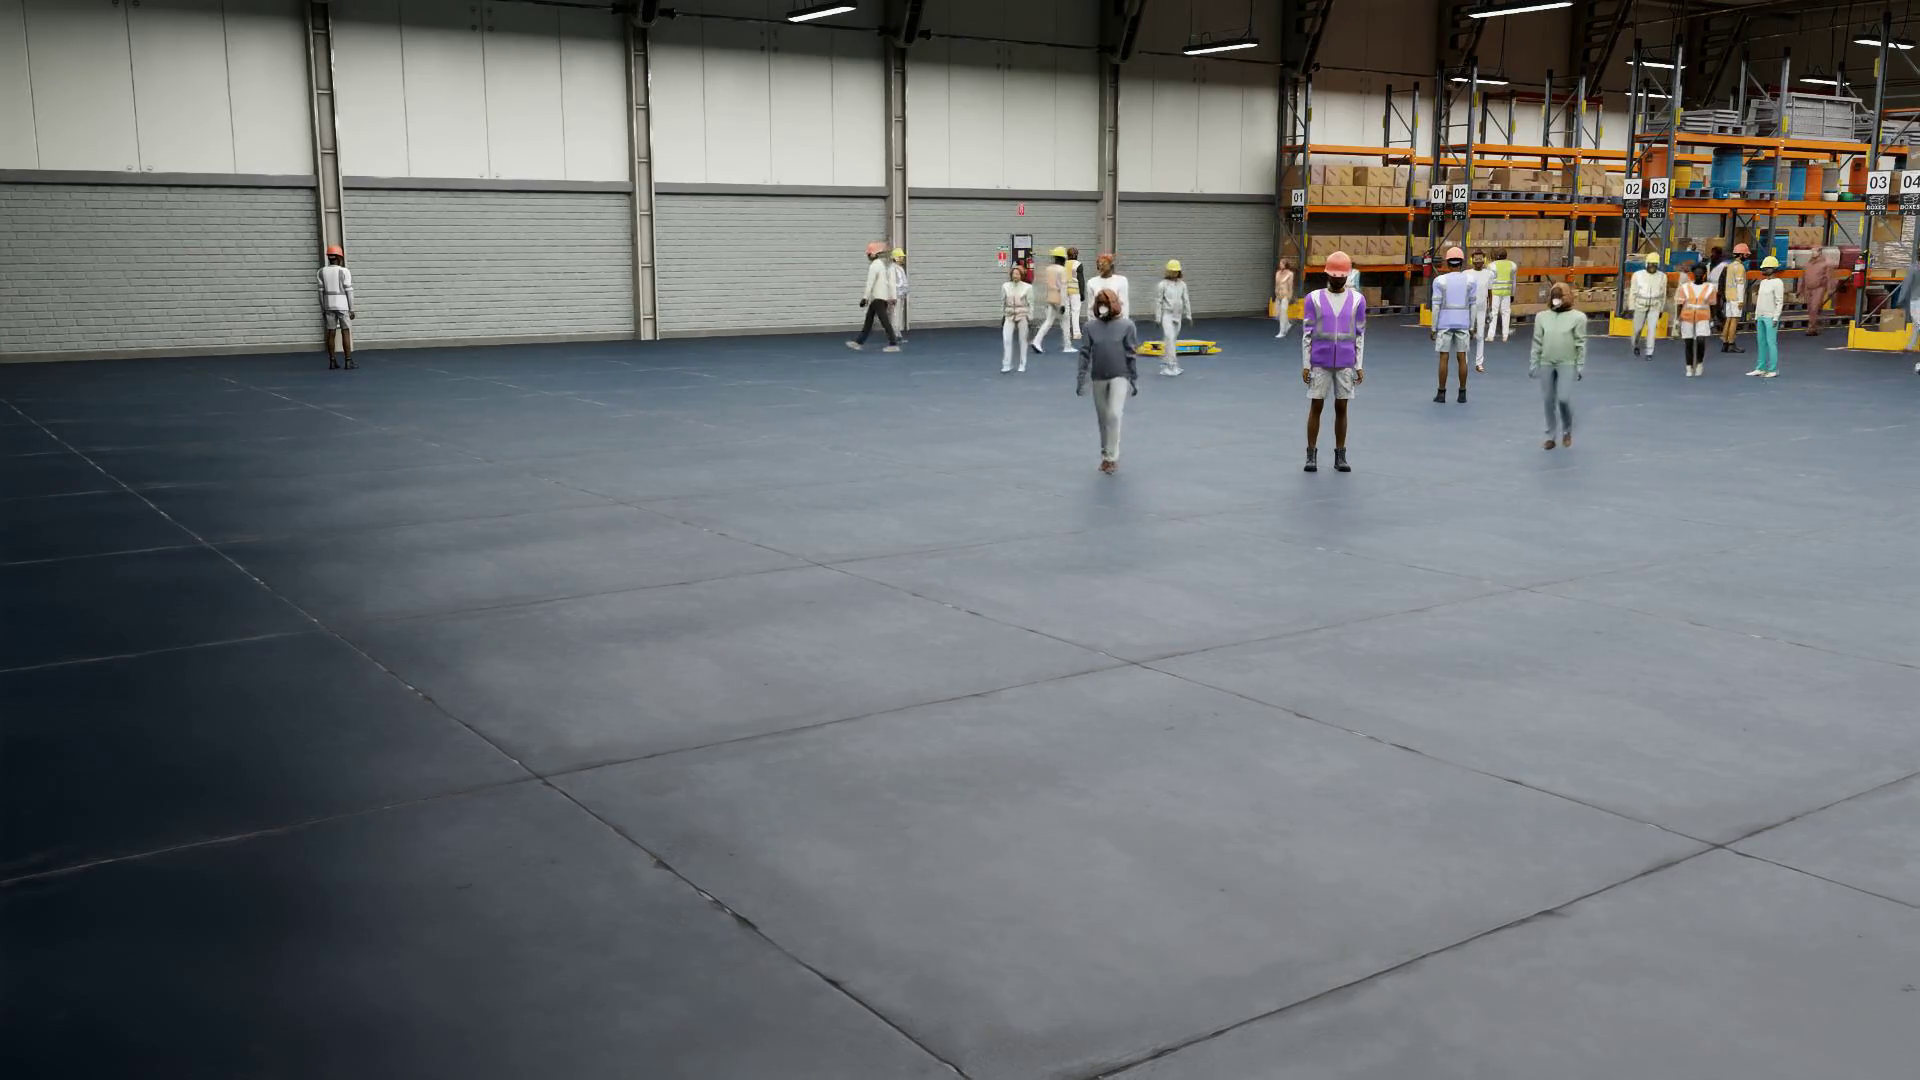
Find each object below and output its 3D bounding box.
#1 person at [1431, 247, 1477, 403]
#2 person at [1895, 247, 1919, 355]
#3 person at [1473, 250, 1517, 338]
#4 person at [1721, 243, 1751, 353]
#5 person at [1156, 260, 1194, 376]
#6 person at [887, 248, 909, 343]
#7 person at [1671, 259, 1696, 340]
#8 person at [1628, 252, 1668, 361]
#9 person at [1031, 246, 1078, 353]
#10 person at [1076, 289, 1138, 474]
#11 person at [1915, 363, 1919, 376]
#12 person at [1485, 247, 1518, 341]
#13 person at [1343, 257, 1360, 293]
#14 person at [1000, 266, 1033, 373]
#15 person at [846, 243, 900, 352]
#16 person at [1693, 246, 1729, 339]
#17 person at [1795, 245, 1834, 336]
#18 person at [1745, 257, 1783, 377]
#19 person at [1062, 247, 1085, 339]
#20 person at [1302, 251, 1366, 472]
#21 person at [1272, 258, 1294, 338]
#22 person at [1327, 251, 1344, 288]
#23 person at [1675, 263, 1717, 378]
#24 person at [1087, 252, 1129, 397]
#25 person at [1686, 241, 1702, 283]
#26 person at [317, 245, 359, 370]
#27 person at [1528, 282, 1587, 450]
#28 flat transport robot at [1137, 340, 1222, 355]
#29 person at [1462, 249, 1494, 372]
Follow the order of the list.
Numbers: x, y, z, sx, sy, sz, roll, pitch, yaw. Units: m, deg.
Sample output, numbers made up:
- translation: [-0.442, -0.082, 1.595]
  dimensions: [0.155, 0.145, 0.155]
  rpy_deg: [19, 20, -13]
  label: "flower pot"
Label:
- translation: [6.122, -2.664, 20.671]
  dimensions: [0.542, 1.928, 0.377]
  rpy_deg: [1, 10, 6]
  label: "person"
- translation: [16.696, -4.127, 28.797]
  dimensions: [0.655, 1.897, 0.938]
  rpy_deg: [-2, 11, -13]
  label: "person"
- translation: [10.845, -4.996, 33.830]
  dimensions: [0.991, 1.786, 0.515]
  rpy_deg: [-2, 10, -9]
  label: "person"
- translation: [13.826, -4.297, 29.597]
  dimensions: [0.356, 1.936, 0.551]
  rpy_deg: [1, 10, 4]
  label: "person"
- translation: [3.193, -3.264, 24.557]
  dimensions: [0.507, 1.702, 0.867]
  rpy_deg: [-5, 12, -27]
  label: "person"
- translation: [-1.202, -4.766, 32.445]
  dimensions: [0.403, 1.837, 0.591]
  rpy_deg: [2, 11, 13]
  label: "person"
- translation: [14.423, -4.791, 33.179]
  dimensions: [0.381, 1.608, 0.527]
  rpy_deg: [7, 12, 34]
  label: "person"
- translation: [11.501, -3.915, 27.842]
  dimensions: [0.600, 1.811, 0.635]
  rpy_deg: [2, 11, 13]
  label: "person"
- translation: [1.666, -4.240, 29.416]
  dimensions: [0.921, 1.896, 0.596]
  rpy_deg: [-7, 12, -34]
  label: "person"
- translation: [1.257, -1.364, 14.436]
  dimensions: [0.525, 1.601, 0.772]
  rpy_deg: [4, 11, 21]
  label: "person"
- translation: [14.324, -3.316, 24.136]
  dimensions: [0.677, 1.964, 1.071]
  rpy_deg: [-1, 10, -7]
  label: "person"
- translation: [10.669, -4.851, 32.895]
  dimensions: [0.626, 1.845, 0.429]
  rpy_deg: [0, 10, -3]
  label: "person"
- translation: [8.244, -5.153, 35.138]
  dimensions: [0.423, 1.622, 0.531]
  rpy_deg: [-7, 12, -33]
  label: "person"
- translation: [0.842, -3.330, 25.185]
  dimensions: [0.539, 1.605, 0.736]
  rpy_deg: [4, 11, 19]
  label: "person"
- translation: [-1.544, -4.341, 29.848]
  dimensions: [1.042, 1.940, 0.614]
  rpy_deg: [2, 10, 8]
  label: "person"
- translation: [15.226, -4.966, 33.458]
  dimensions: [0.996, 1.876, 0.604]
  rpy_deg: [-1, 10, -6]
  label: "person"
- translation: [17.638, -5.161, 34.478]
  dimensions: [0.833, 1.874, 0.683]
  rpy_deg: [-6, 12, -28]
  label: "person"
- translation: [11.901, -3.256, 24.460]
  dimensions: [0.440, 1.789, 0.537]
  rpy_deg: [-1, 10, -6]
  label: "person"
- translation: [2.278, -5.001, 33.725]
  dimensions: [0.640, 1.840, 0.429]
  rpy_deg: [9, 13, 40]
  label: "person"
- translation: [3.275, -1.554, 14.590]
  dimensions: [0.543, 1.928, 0.371]
  rpy_deg: [1, 10, 4]
  label: "person"
- translation: [6.629, -4.947, 33.984]
  dimensions: [0.416, 1.625, 0.519]
  rpy_deg: [-5, 12, -27]
  label: "person"
- translation: [8.416, -5.507, 36.762]
  dimensions: [0.525, 1.742, 0.690]
  rpy_deg: [8, 13, 39]
  label: "person"
- translation: [10.708, -3.195, 24.258]
  dimensions: [0.546, 1.668, 0.636]
  rpy_deg: [5, 12, 27]
  label: "person"
- translation: [1.937, -2.807, 21.645]
  dimensions: [0.582, 1.862, 0.747]
  rpy_deg: [4, 11, 20]
  label: "person"
- translation: [18.057, -6.413, 41.196]
  dimensions: [0.372, 1.940, 0.630]
  rpy_deg: [-4, 11, -21]
  label: "person"
- translation: [-9.665, -3.609, 25.839]
  dimensions: [0.543, 1.934, 0.362]
  rpy_deg: [1, 10, 5]
  label: "person"
- translation: [5.752, -1.663, 16.031]
  dimensions: [0.500, 1.623, 0.376]
  rpy_deg: [9, 14, 41]
  label: "person"
- translation: [3.817, -3.384, 29.165]
  dimensions: [1.431, 0.197, 0.652]
  rpy_deg: [-6, 12, -28]
  label: "flat transport robot"
- translation: [7.862, -3.484, 25.353]
  dimensions: [0.531, 1.860, 0.317]
  rpy_deg: [1, 10, 8]
  label: "person"
